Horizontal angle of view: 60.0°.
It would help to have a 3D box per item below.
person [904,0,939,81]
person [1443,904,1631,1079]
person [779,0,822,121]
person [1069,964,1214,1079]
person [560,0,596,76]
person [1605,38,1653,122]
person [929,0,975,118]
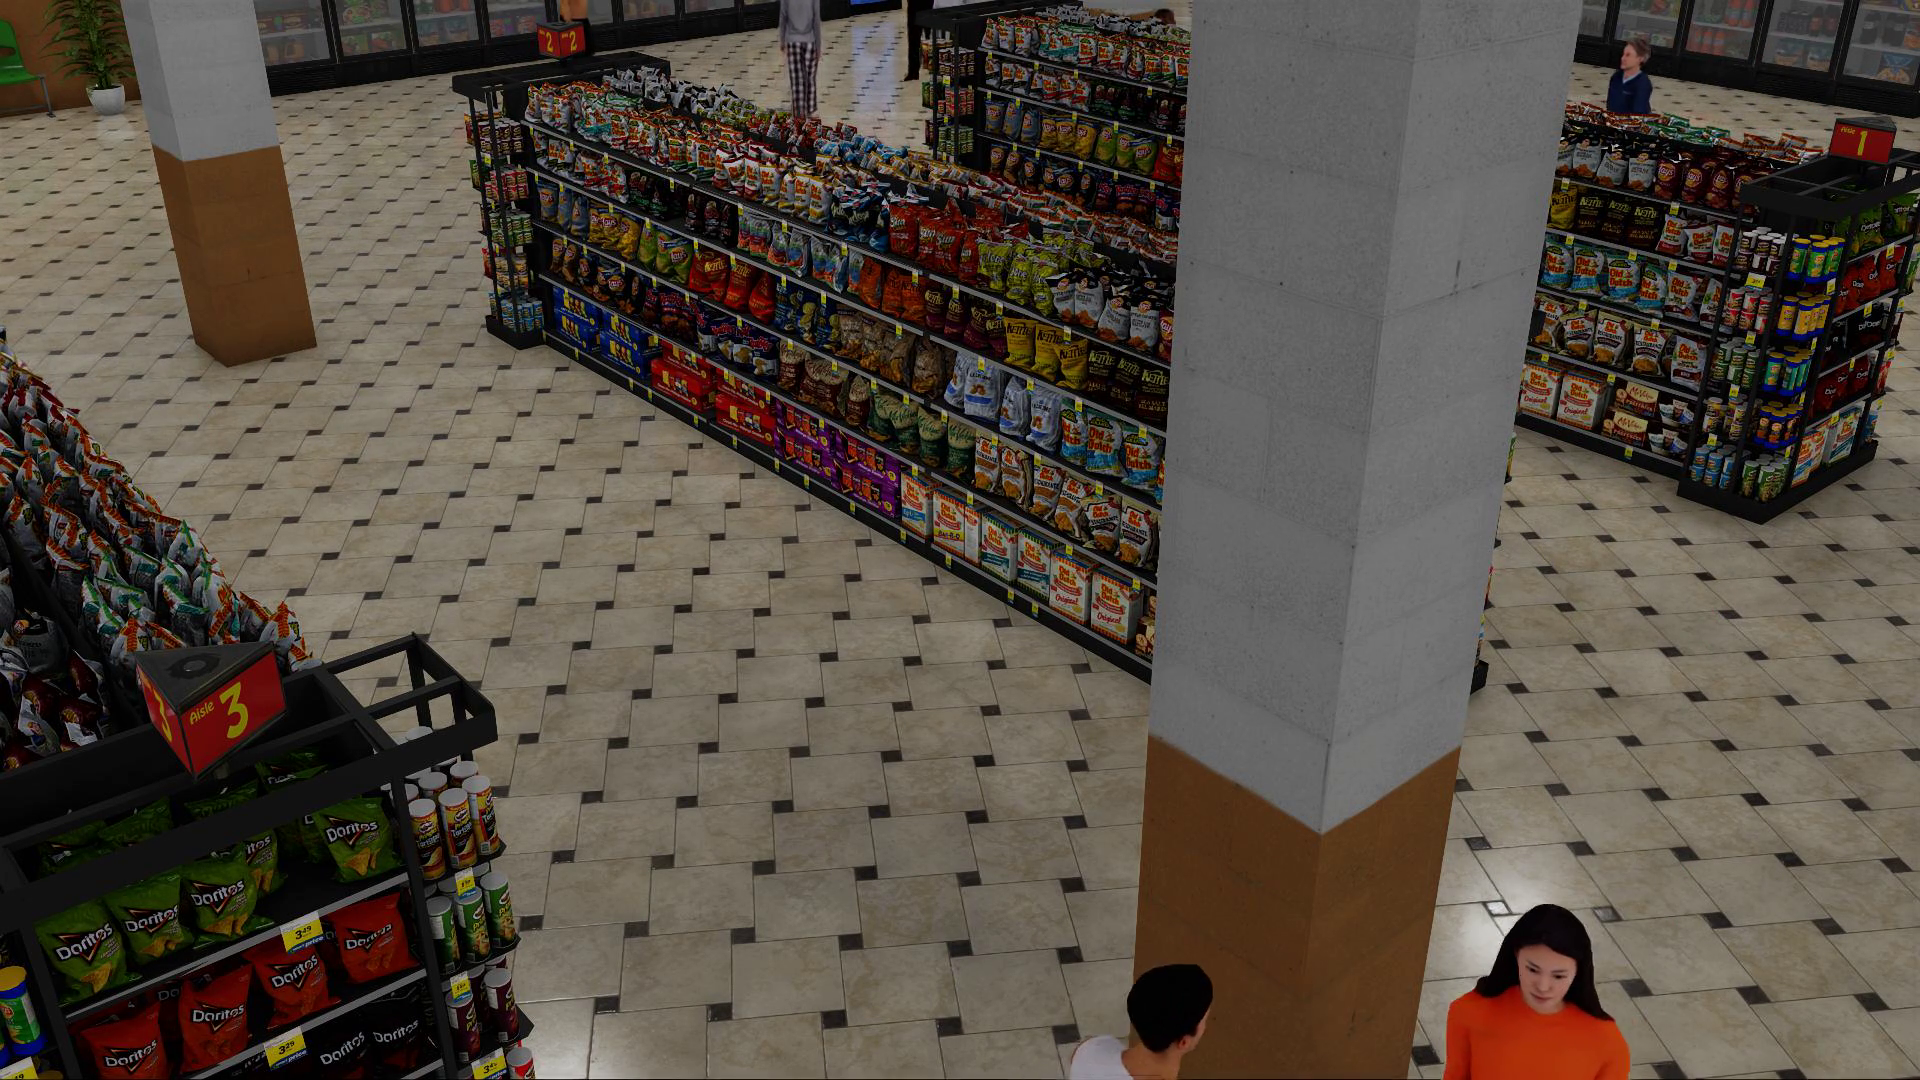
[{"bbox_3d":[-0.430,-6.949,21.560,1.281,1.886,1.121,11,29,21],"label":"person"},{"bbox_3d":[1.579,1.698,4.713,1.174,1.700,1.075,9,28,17],"label":"person"},{"bbox_3d":[-1.823,-5.640,19.075,1.086,1.797,1.265,-2,27,-4],"label":"person"},{"bbox_3d":[0.371,1.872,4.319,0.718,1.747,0.983,-23,35,-38],"label":"person"},{"bbox_3d":[-4.812,-6.487,20.836,0.822,1.715,0.909,6,28,12],"label":"person"},{"bbox_3d":[5.923,-3.515,14.825,0.984,1.852,0.989,-5,27,-9],"label":"person"},{"bbox_3d":[-0.045,-5.691,19.055,1.169,1.907,0.983,15,30,27],"label":"person"}]
